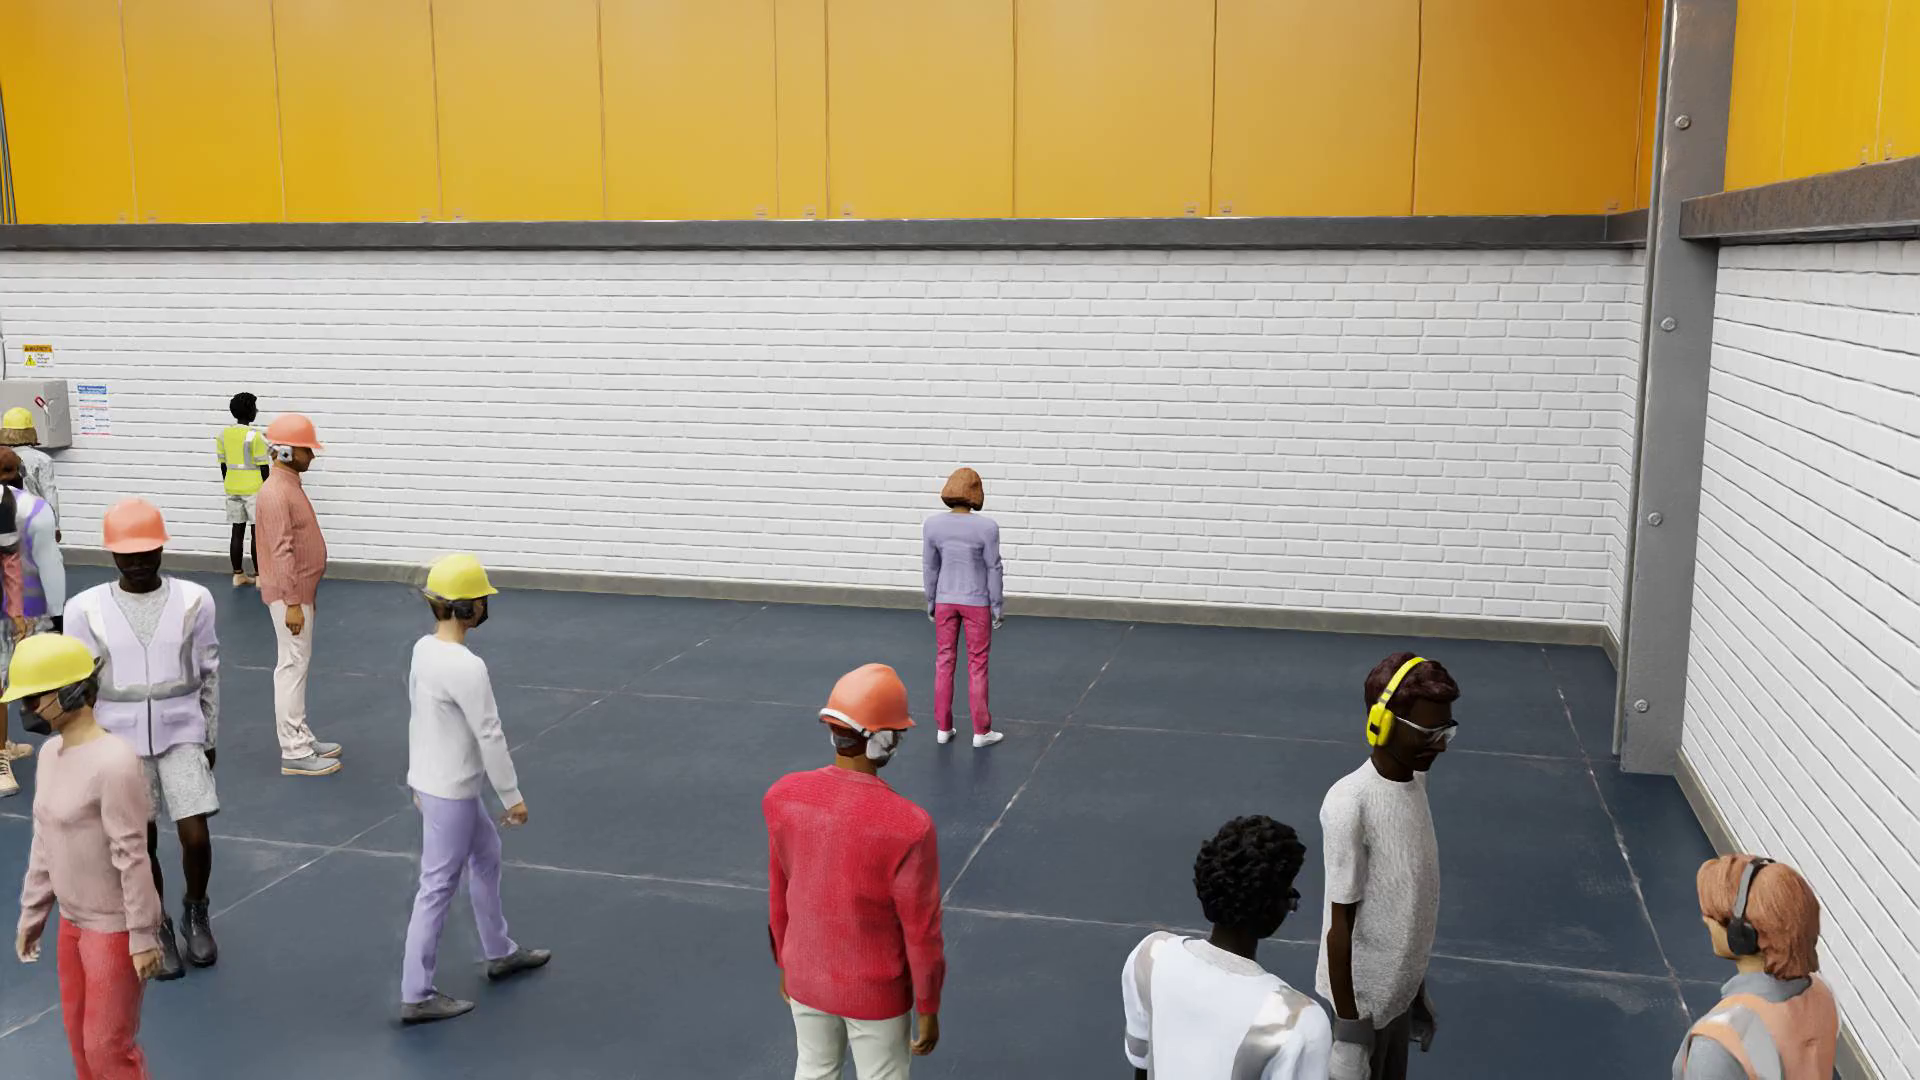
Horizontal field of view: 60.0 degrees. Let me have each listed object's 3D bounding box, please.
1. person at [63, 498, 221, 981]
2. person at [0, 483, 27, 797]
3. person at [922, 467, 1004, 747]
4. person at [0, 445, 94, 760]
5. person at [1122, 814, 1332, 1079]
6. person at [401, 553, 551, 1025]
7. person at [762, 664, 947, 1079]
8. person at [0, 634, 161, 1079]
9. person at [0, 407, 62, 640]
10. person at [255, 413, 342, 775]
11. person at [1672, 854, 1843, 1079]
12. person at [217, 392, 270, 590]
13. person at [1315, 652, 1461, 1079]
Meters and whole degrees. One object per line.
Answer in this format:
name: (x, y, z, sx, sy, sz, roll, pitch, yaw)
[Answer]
person: (-3.158, 0.788, 6.479, 0.554, 1.920, 0.422, -5, 11, -27)
person: (-5.208, 0.363, 8.661, 0.605, 2.033, 0.392, -5, 11, -29)
person: (0.024, 0.389, 9.681, 0.498, 1.633, 0.279, 4, 11, 24)
person: (-5.276, 0.344, 9.488, 0.662, 1.789, 0.763, 2, 10, 11)
person: (0.562, 1.406, 3.542, 0.319, 1.686, 0.539, -9, 13, -41)
person: (-1.813, 0.915, 6.265, 0.775, 1.743, 0.532, -6, 12, -33)
person: (-0.275, 1.198, 4.616, 0.573, 1.737, 0.354, 6, 11, 31)
person: (-2.576, 1.138, 4.909, 0.535, 1.749, 0.385, 8, 13, 40)
person: (-6.887, -0.105, 12.264, 0.492, 1.742, 0.323, -1, 10, -7)
person: (-3.666, 0.294, 9.187, 0.383, 1.992, 0.609, -3, 10, -17)
person: (1.630, 1.450, 3.459, 0.518, 1.630, 0.313, -8, 12, -39)
person: (-6.090, -0.417, 14.237, 0.541, 1.695, 0.316, 4, 11, 24)
person: (1.086, 1.197, 4.251, 0.328, 1.865, 0.521, 7, 12, 34)
